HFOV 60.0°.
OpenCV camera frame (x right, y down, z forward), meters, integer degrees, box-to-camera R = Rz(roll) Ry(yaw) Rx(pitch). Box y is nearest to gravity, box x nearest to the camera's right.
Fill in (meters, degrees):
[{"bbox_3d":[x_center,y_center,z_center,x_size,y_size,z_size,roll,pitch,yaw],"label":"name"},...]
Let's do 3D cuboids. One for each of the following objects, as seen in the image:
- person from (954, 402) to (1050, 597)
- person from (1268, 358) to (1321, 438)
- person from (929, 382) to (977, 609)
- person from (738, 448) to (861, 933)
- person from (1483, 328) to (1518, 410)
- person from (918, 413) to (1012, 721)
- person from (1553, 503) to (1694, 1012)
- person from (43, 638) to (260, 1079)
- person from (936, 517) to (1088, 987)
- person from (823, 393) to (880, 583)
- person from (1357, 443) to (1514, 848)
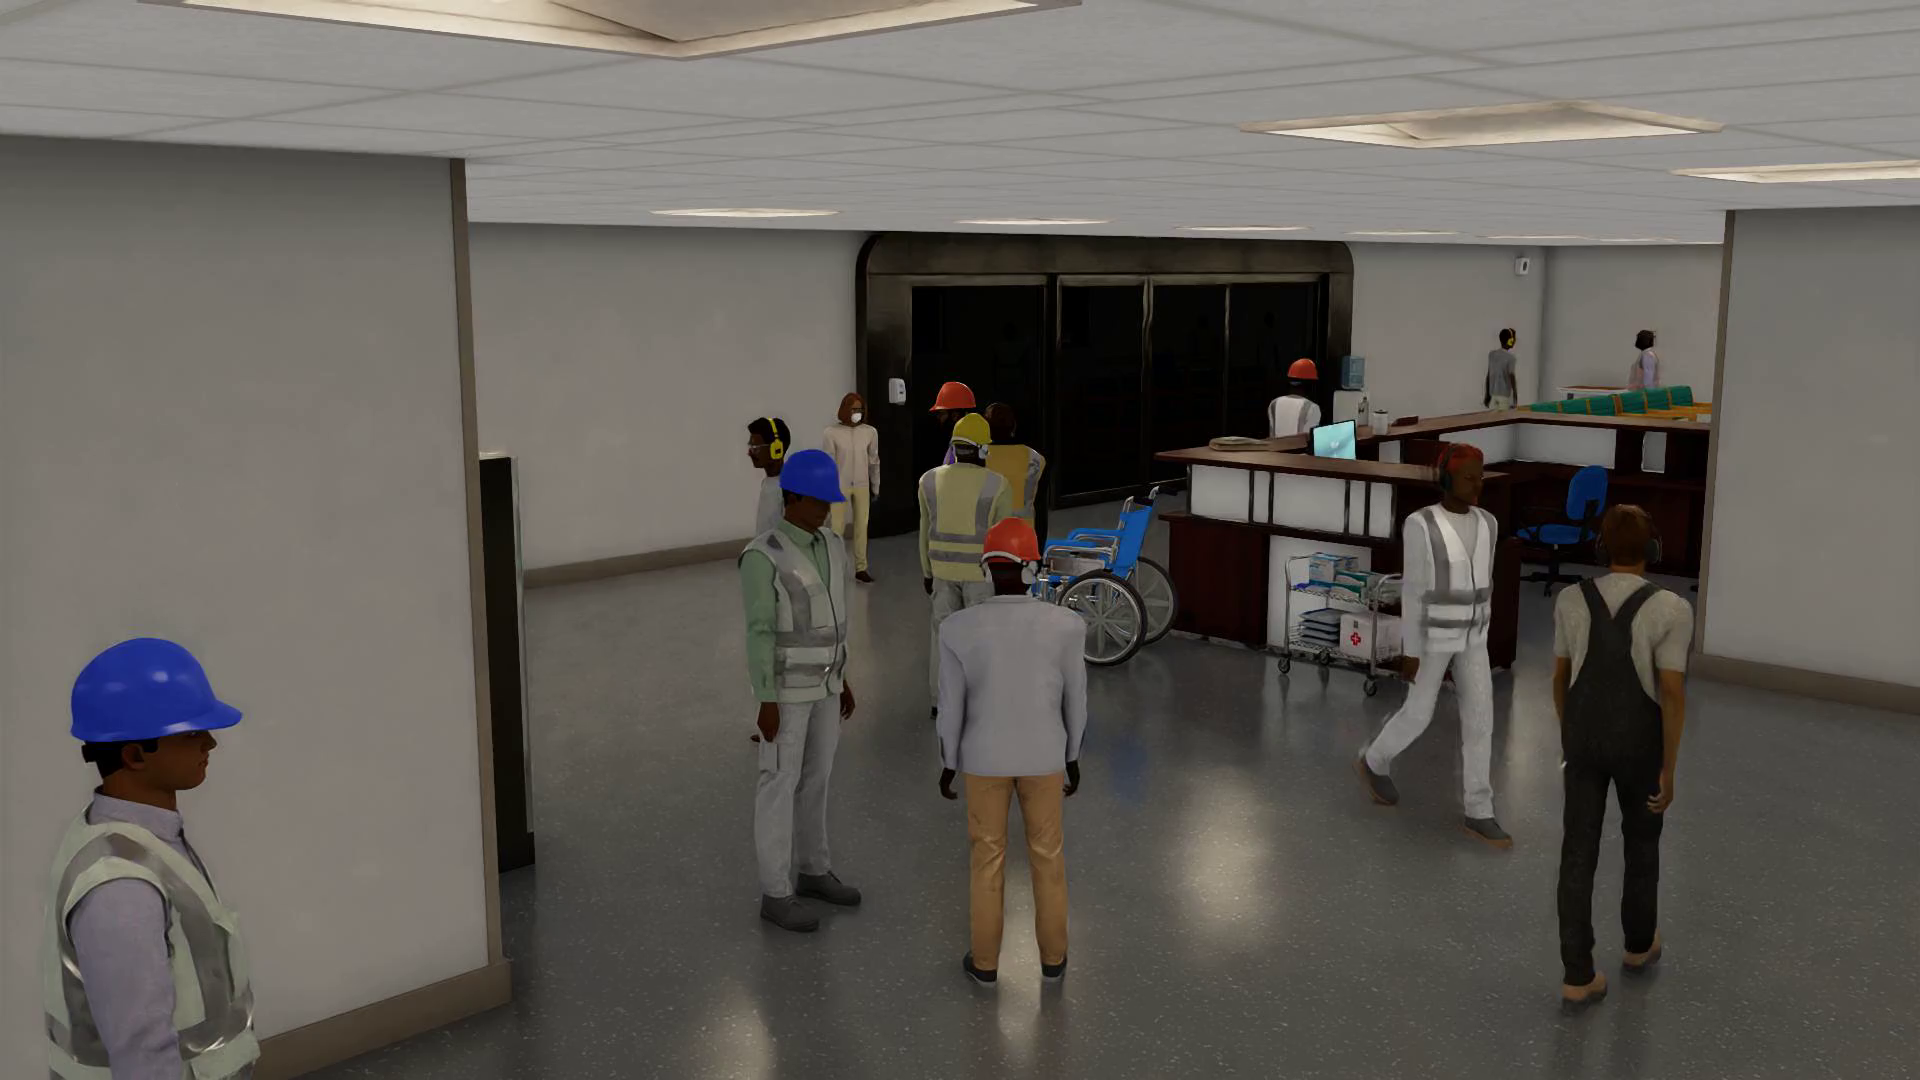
[{"bbox_3d":[0.242,0.062,10.395,0.617,1.836,0.433,-2,9,-11],"label":"person"},{"bbox_3d":[2.883,-0.631,14.467,0.562,1.898,0.980,9,13,44],"label":"person"},{"bbox_3d":[-0.014,-0.053,10.748,0.373,1.935,0.552,1,9,6],"label":"person"},{"bbox_3d":[-0.639,0.592,6.779,0.394,1.943,0.602,5,11,30],"label":"person"},{"bbox_3d":[7.444,-1.976,22.802,0.399,1.852,0.560,-4,10,-23],"label":"person"},{"bbox_3d":[0.047,0.175,9.712,0.596,1.828,0.403,4,10,21],"label":"person"},{"bbox_3d":[2.425,0.768,6.126,0.506,1.796,0.842,7,11,35],"label":"person"},{"bbox_3d":[-1.588,1.153,3.319,0.389,1.949,0.603,-5,10,-27],"label":"person"},{"bbox_3d":[0.189,0.786,6.178,0.564,1.747,0.339,-1,9,-5],"label":"person"},{"bbox_3d":[-0.913,-0.430,14.031,0.504,1.627,0.285,-4,10,-23],"label":"person"},{"bbox_3d":[2.273,0.456,7.891,0.582,1.855,0.886,-4,10,-25],"label":"person"}]
